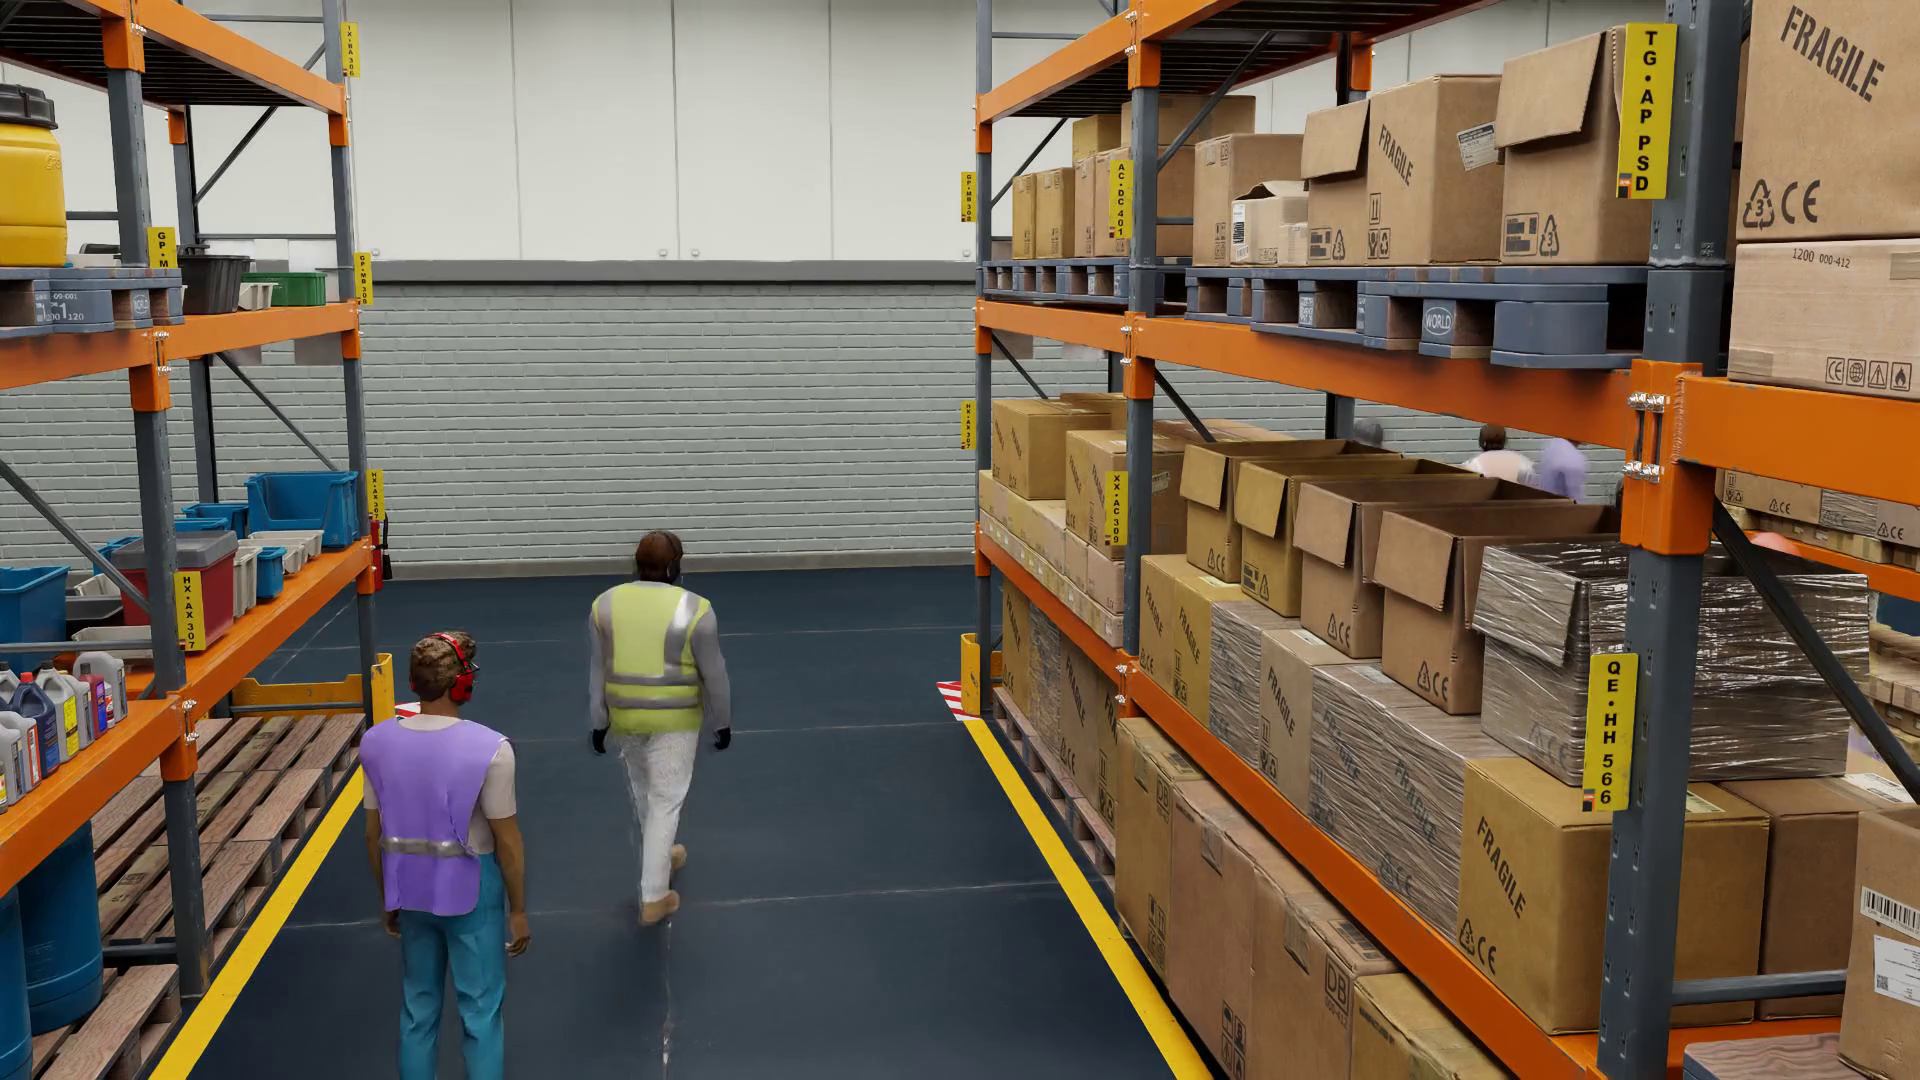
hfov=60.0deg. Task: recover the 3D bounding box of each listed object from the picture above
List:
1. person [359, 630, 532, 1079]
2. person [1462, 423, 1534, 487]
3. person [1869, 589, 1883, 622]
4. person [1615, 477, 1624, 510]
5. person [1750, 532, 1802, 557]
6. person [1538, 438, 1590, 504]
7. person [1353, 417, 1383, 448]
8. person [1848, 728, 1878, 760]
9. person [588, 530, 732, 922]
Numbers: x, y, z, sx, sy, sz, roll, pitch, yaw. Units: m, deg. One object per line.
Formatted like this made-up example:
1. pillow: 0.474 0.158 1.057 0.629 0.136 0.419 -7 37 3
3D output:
1. person: -1.717 1.221 5.573 0.571 1.843 0.380 2 9 14
2. person: 4.369 -0.069 13.604 0.613 1.806 0.819 0 9 2
3. person: 6.144 0.274 11.395 0.510 1.855 0.334 -5 10 -26
4. person: 3.719 0.581 9.302 0.635 1.919 0.609 -2 9 -12
5. person: 3.392 0.929 7.082 0.545 1.938 0.355 -2 9 -14
6. person: 5.051 -0.140 13.870 0.563 1.903 0.716 1 9 6
7. person: 2.890 0.045 12.219 0.735 2.000 0.706 7 11 36
8. person: 2.712 1.193 5.648 0.591 1.877 0.982 -2 9 -10
9. person: -1.398 0.845 8.003 0.658 1.803 0.875 3 10 15
